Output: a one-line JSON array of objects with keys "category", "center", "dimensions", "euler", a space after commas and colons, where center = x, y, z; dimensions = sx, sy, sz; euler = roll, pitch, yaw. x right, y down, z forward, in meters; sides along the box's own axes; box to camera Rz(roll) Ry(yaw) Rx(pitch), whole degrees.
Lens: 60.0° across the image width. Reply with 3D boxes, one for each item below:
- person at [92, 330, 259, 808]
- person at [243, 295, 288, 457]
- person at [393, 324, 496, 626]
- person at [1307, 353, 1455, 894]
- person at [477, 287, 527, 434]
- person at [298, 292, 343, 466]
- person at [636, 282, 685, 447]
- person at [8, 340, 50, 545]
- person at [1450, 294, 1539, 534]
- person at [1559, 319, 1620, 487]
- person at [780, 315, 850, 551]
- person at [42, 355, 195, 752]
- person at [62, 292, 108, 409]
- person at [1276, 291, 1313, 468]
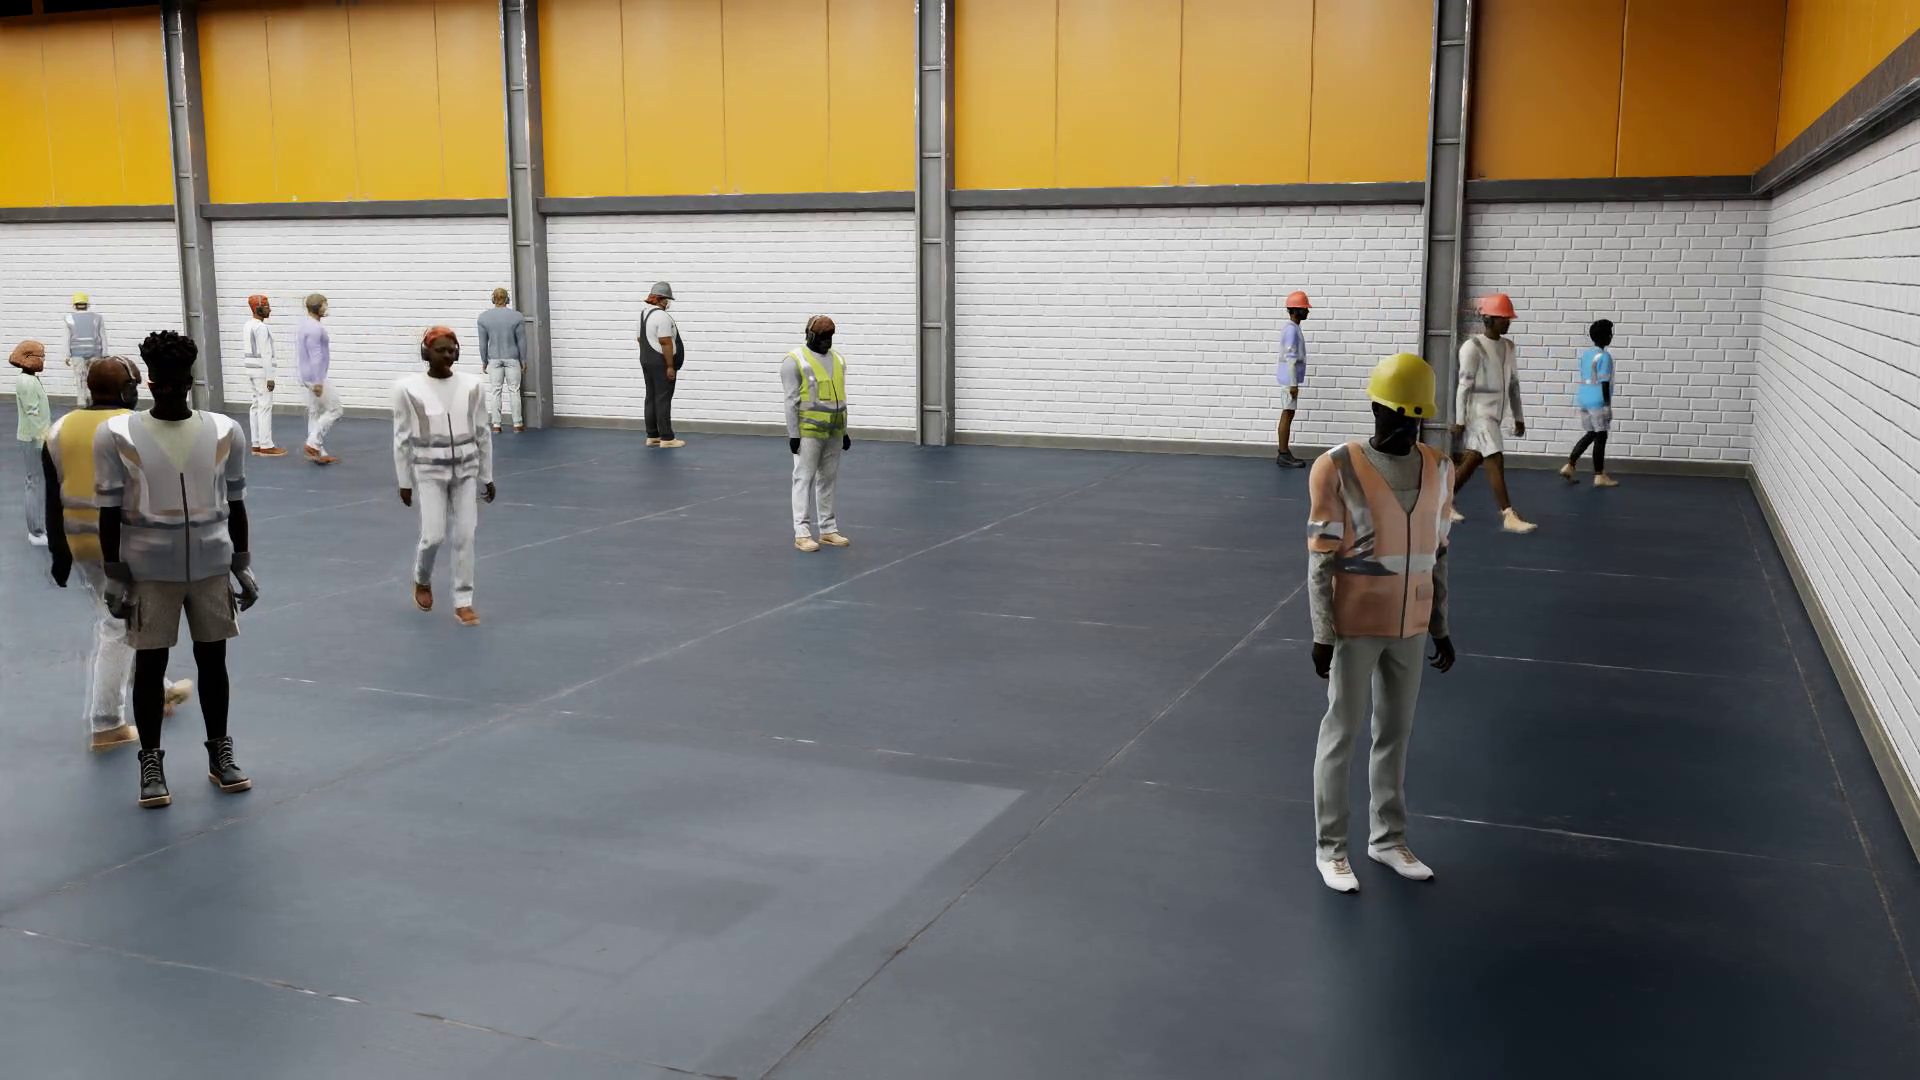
[{"category": "person", "center": [-3.242, 0.112, 6.912], "dimensions": [0.600, 1.958, 0.378], "euler": [-7, 12, -38]}, {"category": "person", "center": [-8.151, -1.916, 19.424], "dimensions": [0.341, 1.882, 0.587], "euler": [-8, 12, -40]}, {"category": "person", "center": [-3.207, -0.402, 10.321], "dimensions": [0.583, 1.870, 0.504], "euler": [-7, 11, -35]}, {"category": "person", "center": [1.515, 0.293, 5.940], "dimensions": [0.585, 1.917, 0.380], "euler": [-4, 10, -21]}, {"category": "person", "center": [-6.033, -2.365, 21.991], "dimensions": [0.630, 1.937, 0.373], "euler": [-1, 9, -6]}, {"category": "person", "center": [-7.078, -1.770, 18.406], "dimensions": [0.436, 1.925, 0.656], "euler": [-5, 11, -28]}, {"category": "person", "center": [-3.653, -2.163, 20.450], "dimensions": [0.537, 2.000, 0.675], "euler": [-7, 12, -36]}, {"category": "person", "center": [-7.369, -0.775, 13.273], "dimensions": [0.289, 1.633, 0.498], "euler": [-6, 11, -31]}, {"category": "person", "center": [4.455, -1.078, 14.046], "dimensions": [0.627, 1.992, 1.073], "euler": [-7, 12, -37]}, {"category": "person", "center": [6.401, -1.380, 16.761], "dimensions": [0.441, 1.694, 0.568], "euler": [0, 9, -1]}, {"category": "person", "center": [-1.101, -0.840, 13.056], "dimensions": [0.429, 1.838, 0.622], "euler": [9, 13, 42]}, {"category": "person", "center": [-3.883, 0.035, 7.863], "dimensions": [0.629, 1.802, 0.908], "euler": [3, 10, 16]}, {"category": "person", "center": [-13.059, -2.785, 24.859], "dimensions": [0.599, 1.827, 0.404], "euler": [-6, 11, -33]}, {"category": "person", "center": [3.687, -1.770, 18.377], "dimensions": [0.370, 1.939, 0.543], "euler": [2, 10, 10]}]
